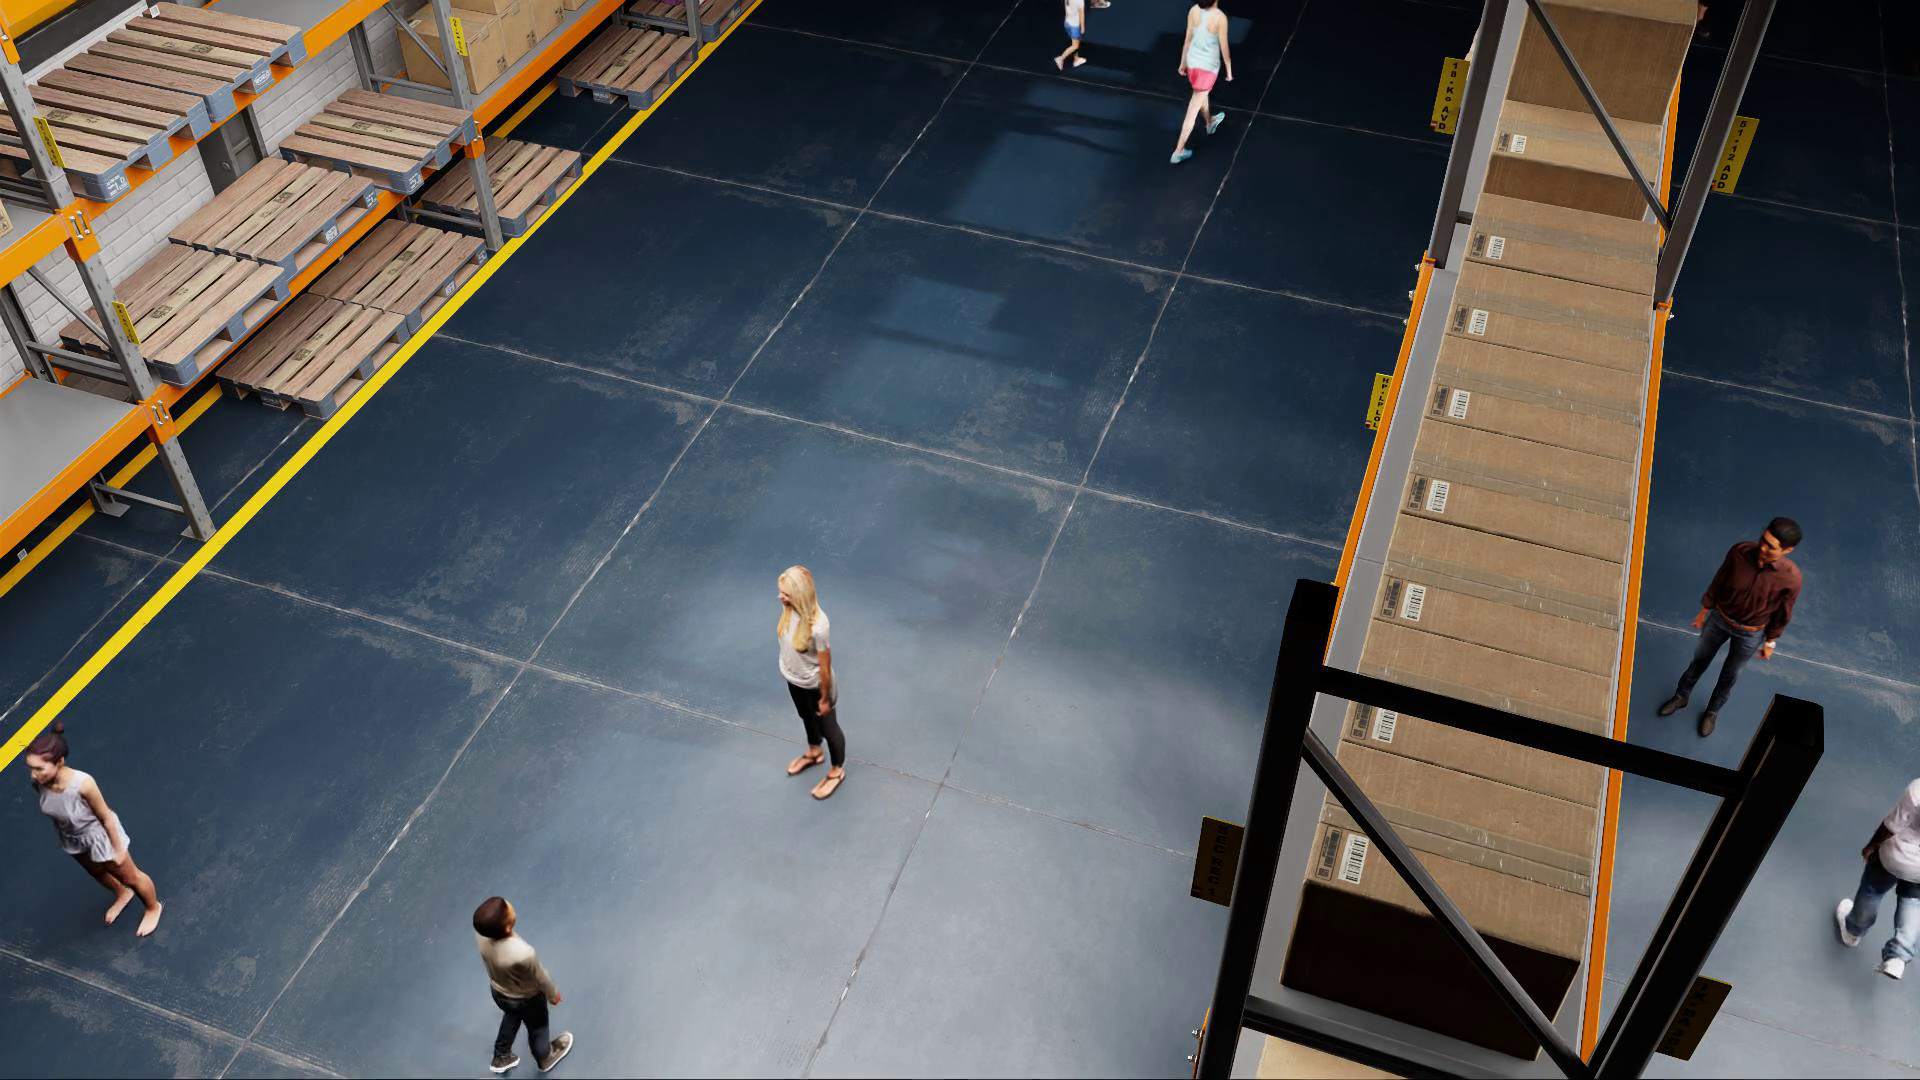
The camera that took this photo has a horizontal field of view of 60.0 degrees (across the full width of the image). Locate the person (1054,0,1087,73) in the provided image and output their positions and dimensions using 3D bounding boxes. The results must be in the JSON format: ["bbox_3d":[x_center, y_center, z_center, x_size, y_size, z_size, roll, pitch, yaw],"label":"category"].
[{"bbox_3d":[1.135,-5.257,16.937,0.715,1.010,0.621,-26,49,-24],"label":"person"}]

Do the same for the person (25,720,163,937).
[{"bbox_3d":[-4.846,1.618,9.285,0.583,1.611,0.539,11,45,12],"label":"person"}]

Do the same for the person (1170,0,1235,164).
[{"bbox_3d":[2.198,-4.319,15.440,0.917,1.717,1.209,32,52,29],"label":"person"}]

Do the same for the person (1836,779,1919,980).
[{"bbox_3d":[5.188,1.751,9.010,0.676,1.798,0.897,10,45,11],"label":"person"}]

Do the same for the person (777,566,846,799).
[{"bbox_3d":[-0.885,0.823,9.963,0.667,1.826,0.668,-33,53,-30],"label":"person"}]

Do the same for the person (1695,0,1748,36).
[{"bbox_3d":[8.001,-5.972,17.200,1.038,1.682,1.152,-15,46,-15],"label":"person"}]

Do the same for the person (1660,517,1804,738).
[{"bbox_3d":[4.835,0.509,10.327,0.712,1.778,0.665,32,52,29],"label":"person"}]

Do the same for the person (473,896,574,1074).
[{"bbox_3d":[-2.332,2.375,8.604,0.627,1.454,0.726,24,48,23],"label":"person"}]
